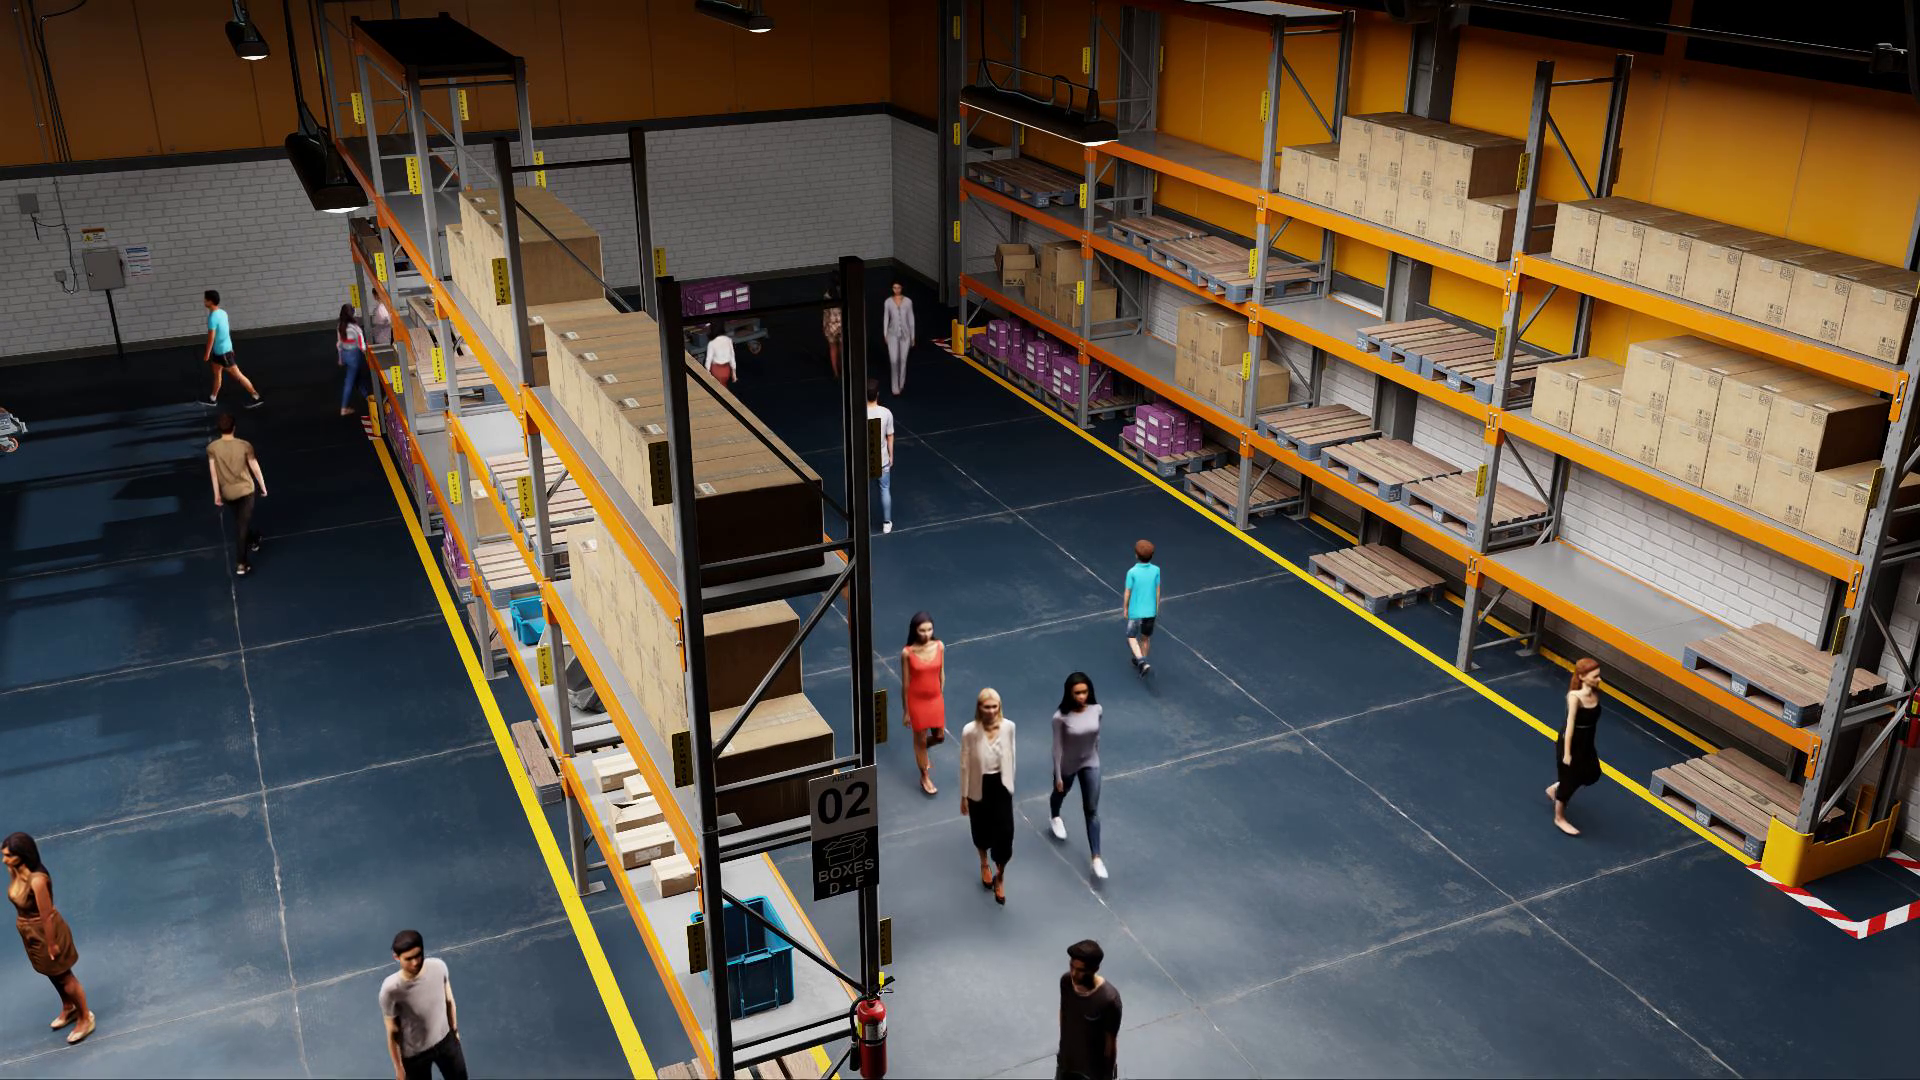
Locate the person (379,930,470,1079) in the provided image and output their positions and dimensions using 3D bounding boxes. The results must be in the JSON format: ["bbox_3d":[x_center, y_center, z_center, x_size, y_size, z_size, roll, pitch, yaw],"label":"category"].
[{"bbox_3d":[-3.422,3.149,10.564,0.678,1.708,0.690,-17,29,-34],"label":"person"}]

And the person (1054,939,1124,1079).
[{"bbox_3d":[0.838,3.198,10.460,0.701,1.703,0.794,17,29,34],"label":"person"}]

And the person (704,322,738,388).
[{"bbox_3d":[-3.211,-2.147,22.686,1.159,1.704,0.931,18,29,35],"label":"person"}]

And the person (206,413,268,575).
[{"bbox_3d":[-8.172,-0.486,18.769,0.963,1.798,1.304,-2,24,-5],"label":"person"}]

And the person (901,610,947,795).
[{"bbox_3d":[-0.349,1.394,14.582,0.586,1.706,0.721,-10,26,-23],"label":"person"}]

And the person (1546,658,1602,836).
[{"bbox_3d":[5.122,1.693,14.014,0.619,1.613,0.742,-14,27,-30],"label":"person"}]

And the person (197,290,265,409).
[{"bbox_3d":[-10.490,-2.690,23.902,0.931,1.725,1.189,-3,24,-8],"label":"person"}]

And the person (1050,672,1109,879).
[{"bbox_3d":[0.899,1.831,13.622,0.718,1.674,1.233,-7,25,-16],"label":"person"}]

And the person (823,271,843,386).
[{"bbox_3d":[-1.793,-3.093,24.769,0.651,1.768,0.933,-8,25,-17],"label":"person"}]

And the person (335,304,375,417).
[{"bbox_3d":[-8.762,-2.545,23.762,1.026,1.572,0.992,13,27,27],"label":"person"}]

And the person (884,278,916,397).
[{"bbox_3d":[-0.900,-3.048,24.704,0.793,1.738,1.091,-4,24,-9],"label":"person"}]

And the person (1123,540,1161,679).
[{"bbox_3d":[1.837,0.707,16.490,0.588,1.436,0.785,-7,25,-16],"label":"person"}]

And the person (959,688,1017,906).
[{"bbox_3d":[0.201,1.962,13.113,0.734,1.842,0.812,-4,24,-9],"label":"person"}]

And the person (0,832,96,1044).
[{"bbox_3d":[-6.345,2.742,11.528,0.592,1.683,0.697,16,28,33],"label":"person"}]

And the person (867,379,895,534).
[{"bbox_3d":[-1.042,-0.994,19.822,0.732,1.885,0.688,-2,24,-5],"label":"person"}]
